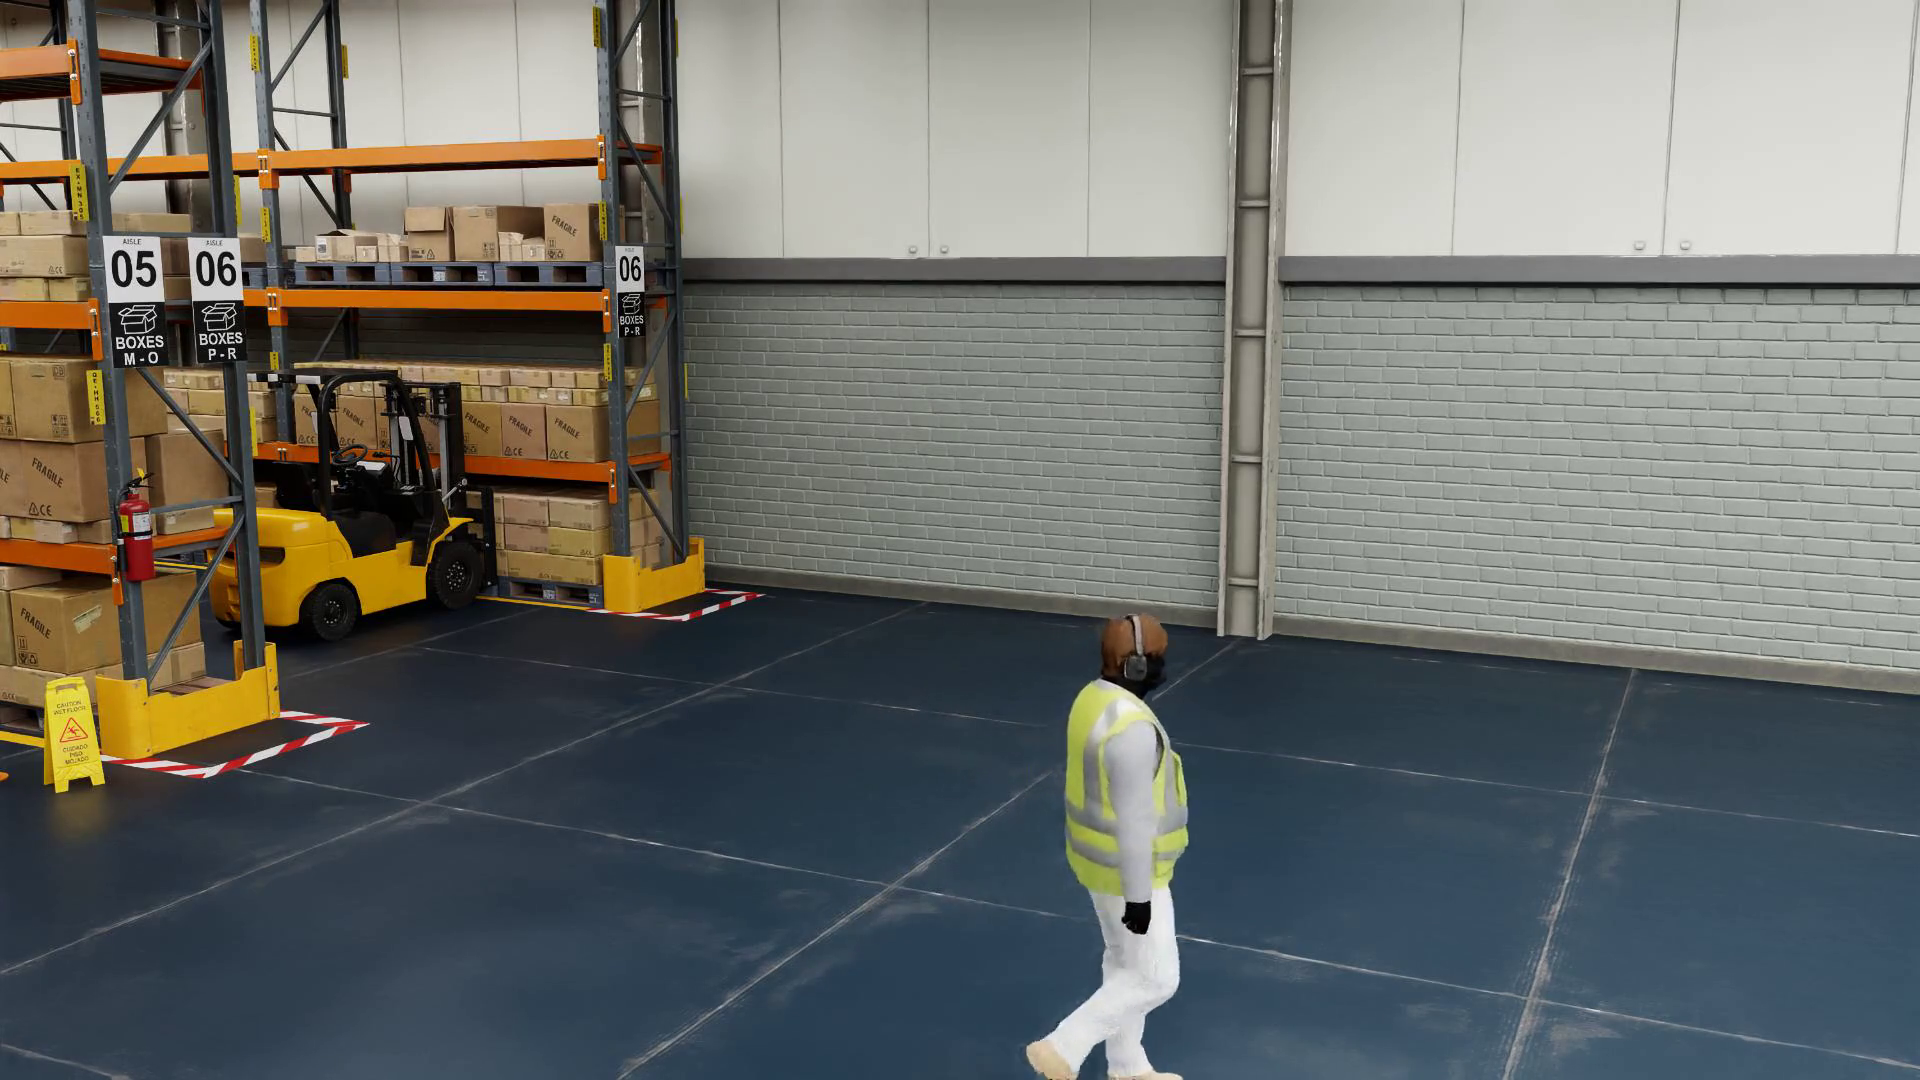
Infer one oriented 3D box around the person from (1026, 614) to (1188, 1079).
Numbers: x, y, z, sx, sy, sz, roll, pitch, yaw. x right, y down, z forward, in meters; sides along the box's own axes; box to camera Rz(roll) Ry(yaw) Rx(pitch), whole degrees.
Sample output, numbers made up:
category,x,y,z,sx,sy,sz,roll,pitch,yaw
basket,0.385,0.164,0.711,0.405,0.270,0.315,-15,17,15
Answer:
category,x,y,z,sx,sy,sz,roll,pitch,yaw
person,0.543,1.163,5.921,0.522,1.829,0.632,-1,9,-7
